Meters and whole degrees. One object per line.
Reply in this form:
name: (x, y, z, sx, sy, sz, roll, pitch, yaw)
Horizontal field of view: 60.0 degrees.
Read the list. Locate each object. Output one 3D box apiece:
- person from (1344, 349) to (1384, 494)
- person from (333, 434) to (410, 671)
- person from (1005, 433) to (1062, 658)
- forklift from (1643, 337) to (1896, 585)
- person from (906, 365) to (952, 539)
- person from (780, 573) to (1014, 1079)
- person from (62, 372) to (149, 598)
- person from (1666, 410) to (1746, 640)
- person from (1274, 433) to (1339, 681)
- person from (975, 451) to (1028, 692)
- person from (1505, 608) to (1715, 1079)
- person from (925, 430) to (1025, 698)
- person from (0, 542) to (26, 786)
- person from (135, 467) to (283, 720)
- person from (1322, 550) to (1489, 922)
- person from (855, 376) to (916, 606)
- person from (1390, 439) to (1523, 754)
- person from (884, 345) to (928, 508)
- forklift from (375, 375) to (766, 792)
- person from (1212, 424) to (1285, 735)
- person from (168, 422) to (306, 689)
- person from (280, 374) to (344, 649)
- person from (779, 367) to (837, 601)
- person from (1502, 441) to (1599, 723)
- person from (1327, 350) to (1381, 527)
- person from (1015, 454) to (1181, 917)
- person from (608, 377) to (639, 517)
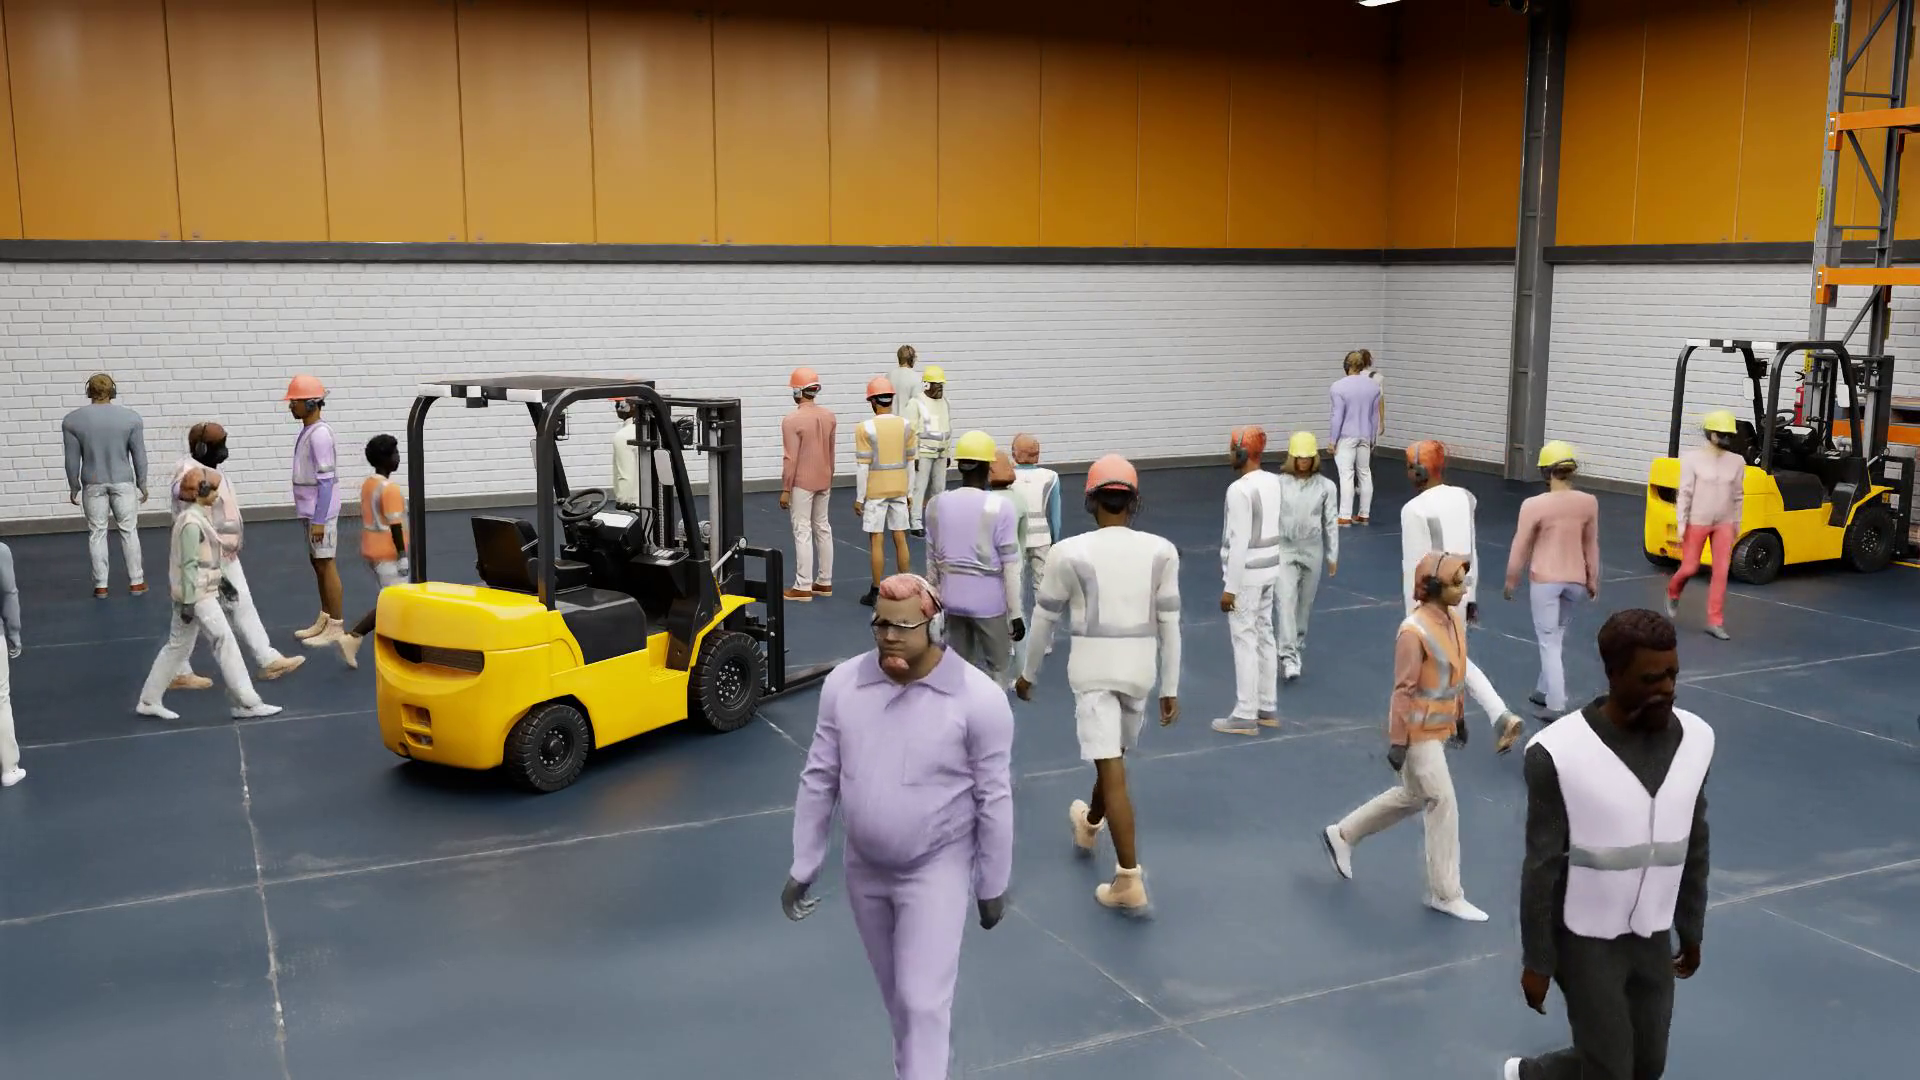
person: (5.129, -1.524, 21.240, 0.545, 1.810, 0.879, 2, 9, 11)
person: (-4.033, 0.101, 11.545, 0.628, 1.681, 0.543, -6, 11, -33)
person: (0.480, 0.042, 12.071, 0.523, 1.636, 0.310, -2, 9, -9)
forklift: (7.551, -0.789, 15.507, 2.313, 2.155, 1.214, -4, 10, -25)
person: (-0.297, -0.922, 17.499, 0.599, 1.824, 0.403, -9, 12, -43)
person: (-0.234, 1.047, 5.078, 0.650, 1.880, 0.804, 5, 11, 29)
person: (-7.325, -0.468, 14.303, 0.633, 1.938, 0.356, -4, 10, -23)
person: (5.767, -0.144, 12.847, 0.535, 1.747, 0.654, 0, 9, -1)
person: (2.339, 0.114, 11.422, 0.501, 1.695, 0.851, 0, 9, 2)
person: (0.202, 0.195, 11.220, 0.527, 1.592, 0.834, -7, 11, -36)
person: (1.824, 1.092, 4.768, 0.605, 1.893, 0.708, -3, 10, -18)
person: (0.086, 0.350, 9.278, 0.624, 1.918, 0.404, 6, 11, 34)
person: (-5.339, 0.544, 8.963, 0.500, 1.636, 0.285, -5, 10, -27)
person: (-4.754, 0.341, 10.337, 0.823, 1.596, 0.506, -5, 10, -28)
person: (1.970, 0.823, 7.304, 0.742, 1.609, 0.525, 6, 11, 33)
person: (-0.640, -0.400, 13.916, 0.542, 1.930, 0.367, -5, 10, -28)
person: (2.806, 0.357, 9.438, 0.602, 1.860, 0.684, -6, 11, -33)
person: (-0.645, -1.338, 19.699, 0.627, 1.940, 0.370, 8, 12, 42)
forklift: (-2.268, 0.149, 9.685, 1.214, 2.155, 2.313, 6, 11, 32)
person: (1.757, 0.237, 10.097, 0.337, 1.883, 0.584, 7, 11, 35)
person: (-4.943, 0.115, 11.143, 0.910, 1.795, 0.646, -1, 9, -4)
person: (-4.824, -0.217, 12.421, 0.369, 2.044, 0.608, -5, 10, -29)
person: (-1.300, -0.476, 14.180, 0.376, 1.995, 0.612, 7, 11, 36)
person: (3.676, 0.248, 10.443, 0.544, 1.740, 0.718, -2, 9, -13)
person: (4.306, -1.104, 18.250, 0.628, 1.939, 0.375, -4, 10, -24)
person: (0.638, 0.608, 7.503, 0.647, 1.967, 1.081, -3, 10, -17)
person: (-2.495, -0.250, 12.779, 0.394, 1.994, 0.612, 3, 10, 16)
